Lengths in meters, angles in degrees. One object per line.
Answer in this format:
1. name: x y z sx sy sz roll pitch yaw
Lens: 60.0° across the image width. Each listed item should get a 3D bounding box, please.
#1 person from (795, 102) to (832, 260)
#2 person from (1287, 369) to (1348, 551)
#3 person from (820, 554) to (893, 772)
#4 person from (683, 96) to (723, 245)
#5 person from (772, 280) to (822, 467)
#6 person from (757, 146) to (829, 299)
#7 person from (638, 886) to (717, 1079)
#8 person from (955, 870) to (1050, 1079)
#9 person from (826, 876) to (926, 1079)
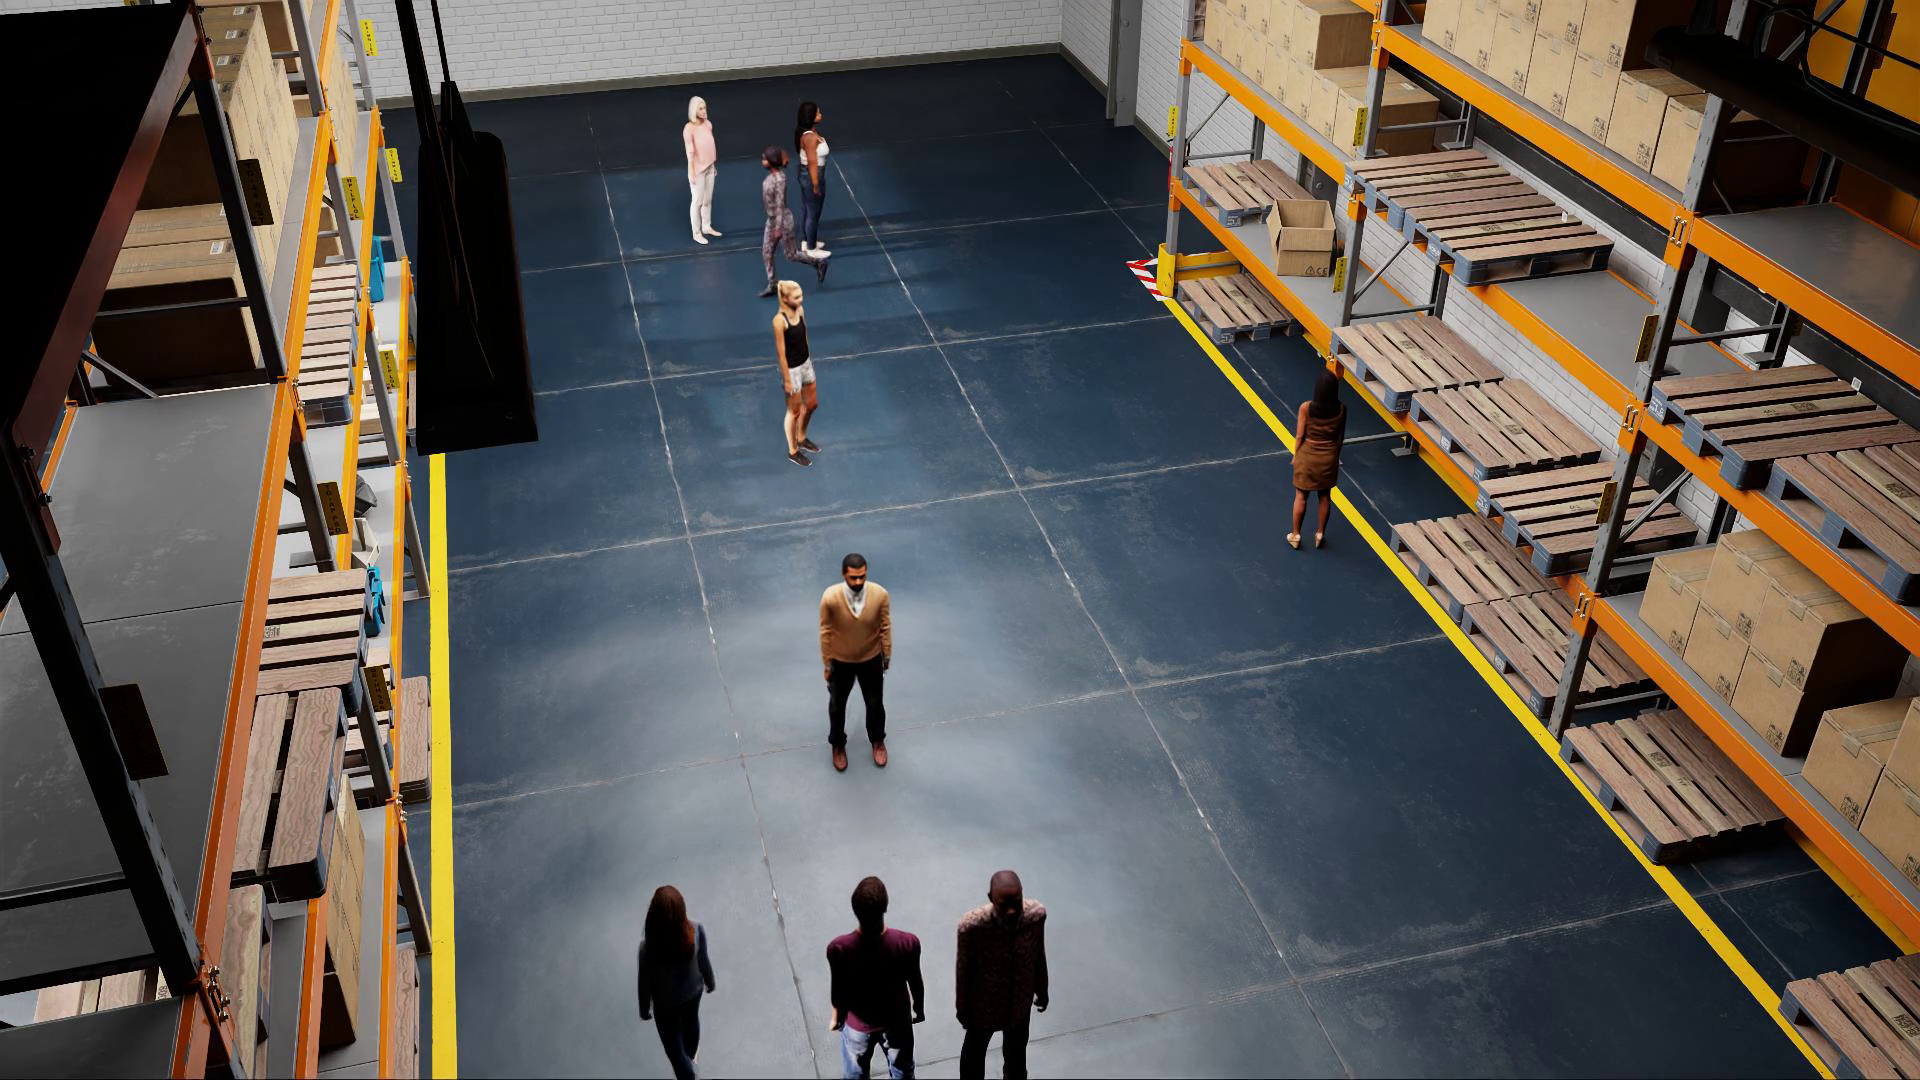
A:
1. person: -1.713 -4.122 19.012 0.681 1.809 0.517 -8 34 -12
2. person: 2.990 -0.670 13.927 0.597 1.690 0.566 -2 34 -3
3. person: -0.729 0.823 11.625 0.674 1.751 0.613 -4 34 -7
4. person: -3.019 -4.340 19.417 0.728 1.724 0.674 18 38 25
5. person: -1.523 -1.564 15.134 0.771 1.842 0.701 16 37 23
6. person: -1.876 -3.452 18.114 0.778 1.688 1.052 -15 36 -21
7. person: -1.568 2.564 9.274 0.763 1.455 0.811 -28 42 -35
8. person: 0.218 2.476 9.086 0.699 1.808 0.606 -12 35 -17
9. person: -0.451 2.540 8.952 0.693 1.850 0.579 -4 34 -6
